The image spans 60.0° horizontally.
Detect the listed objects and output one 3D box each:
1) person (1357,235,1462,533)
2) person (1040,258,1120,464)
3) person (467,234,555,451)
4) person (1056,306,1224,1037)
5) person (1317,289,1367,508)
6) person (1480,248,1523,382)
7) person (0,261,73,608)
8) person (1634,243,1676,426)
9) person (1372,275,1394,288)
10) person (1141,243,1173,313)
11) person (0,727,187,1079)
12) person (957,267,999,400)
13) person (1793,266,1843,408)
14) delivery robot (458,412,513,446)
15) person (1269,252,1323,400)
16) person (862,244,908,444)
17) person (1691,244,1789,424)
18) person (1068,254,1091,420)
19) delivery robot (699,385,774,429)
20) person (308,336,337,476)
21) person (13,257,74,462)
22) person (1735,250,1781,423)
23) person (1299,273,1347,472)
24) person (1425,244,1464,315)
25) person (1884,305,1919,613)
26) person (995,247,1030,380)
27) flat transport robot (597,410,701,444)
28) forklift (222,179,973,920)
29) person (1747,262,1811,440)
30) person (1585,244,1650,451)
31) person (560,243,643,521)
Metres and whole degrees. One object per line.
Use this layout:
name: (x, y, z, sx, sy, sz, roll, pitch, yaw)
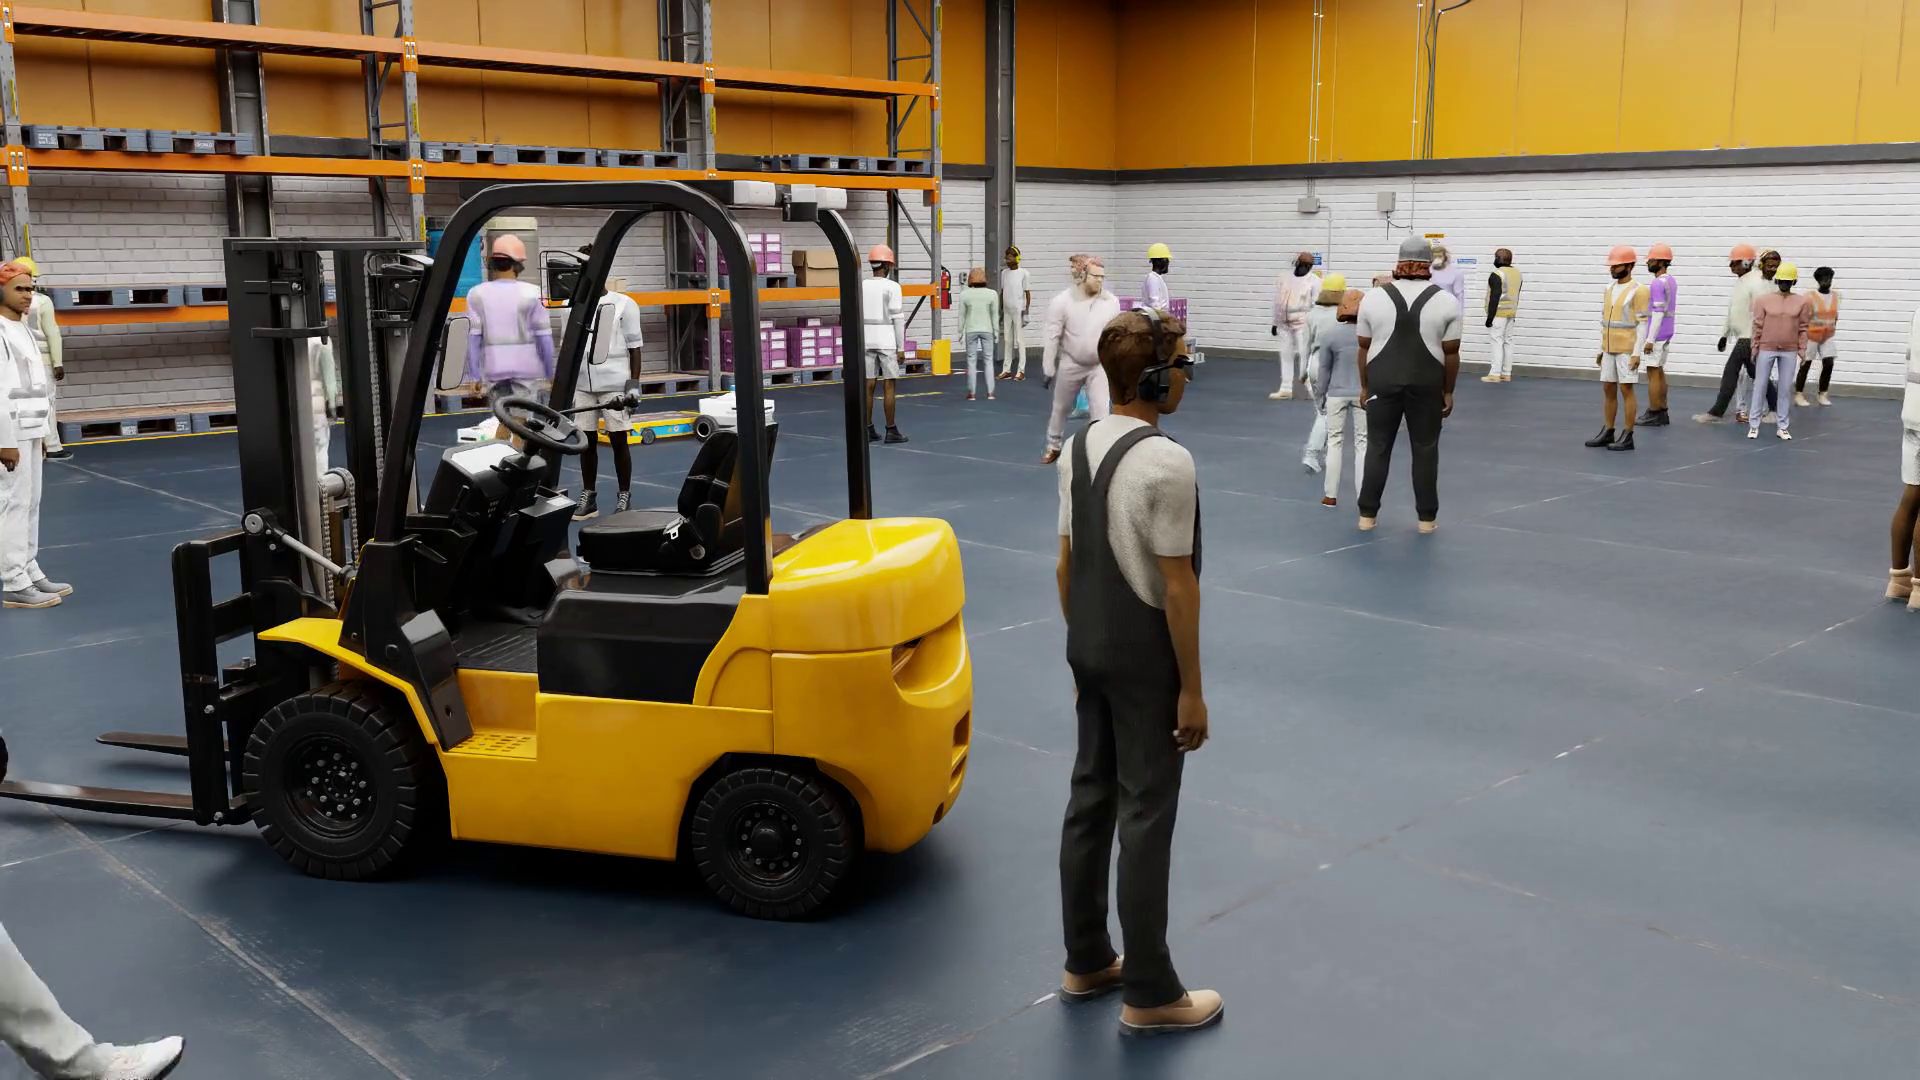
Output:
person: (3.068, -1.077, 11.416, 0.693, 2.000, 0.537, 3, 11, 17)
person: (1.030, -1.509, 14.374, 0.689, 1.835, 1.068, -2, 11, -12)
person: (-3.366, -1.280, 12.561, 0.620, 2.023, 0.454, 1, 10, 7)
person: (0.445, 0.335, 4.247, 0.344, 1.847, 0.506, -6, 12, -31)
person: (2.911, -1.046, 12.388, 0.502, 1.628, 0.286, 2, 11, 13)
person: (7.463, -3.096, 22.973, 0.636, 1.840, 0.429, -8, 13, -39)
person: (-5.148, -0.574, 9.100, 0.337, 1.881, 0.584, -3, 11, -15)
person: (7.387, -2.166, 17.674, 0.405, 1.936, 0.558, 7, 13, 35)
person: (4.236, -1.850, 16.763, 0.476, 1.619, 0.550, -4, 11, -21)
person: (2.255, -2.437, 19.137, 0.358, 1.930, 0.585, 1, 10, 3)
person: (-2.321, 0.427, 3.663, 1.031, 1.871, 0.603, -2, 11, -13)
person: (0.223, -2.537, 20.491, 0.519, 1.626, 0.294, 0, 10, -2)
person: (10.001, -2.361, 19.422, 0.548, 1.656, 0.619, -1, 10, -4)
delivery robot: (-3.885, -0.860, 14.030, 0.477, 0.478, 0.707, 6, 12, 30)
person: (4.146, -2.619, 20.470, 0.708, 1.815, 0.431, 10, 14, 44)
person: (-0.765, -1.905, 16.218, 0.544, 1.938, 0.356, 6, 12, 29)
person: (8.482, -2.193, 17.830, 1.002, 1.943, 0.655, 2, 11, 12)
person: (1.345, -2.235, 18.349, 0.586, 1.818, 0.567, 1, 10, 4)
delivery robot: (-2.185, -1.276, 16.300, 0.707, 0.478, 0.477, 4, 11, 22)
person: (-4.700, -0.939, 11.833, 0.535, 1.602, 0.805, -3, 11, -17)
person: (-8.307, -1.610, 14.895, 0.601, 1.828, 0.404, 1, 10, 6)
person: (8.677, -2.191, 17.979, 0.520, 1.865, 0.328, -2, 11, -8)
person: (3.171, -1.449, 14.374, 0.499, 1.702, 0.895, 8, 13, 38)
person: (6.334, -2.949, 22.005, 0.630, 1.913, 0.931, 3, 11, 18)
person: (5.294, -0.623, 8.949, 0.394, 2.040, 0.608, 2, 11, 9)
person: (0.745, -3.167, 23.308, 0.517, 1.862, 0.328, 8, 13, 37)
flat transport robot: (-3.023, -1.131, 16.543, 0.652, 0.197, 1.431, 10, 14, 43)
forklift: (-1.114, -0.058, 5.440, 2.313, 2.155, 1.214, 2, 11, 13)
person: (8.135, -1.872, 16.527, 0.524, 1.760, 0.328, 3, 11, 16)
person: (6.206, -1.809, 15.699, 0.377, 1.932, 0.552, -4, 11, -20)
person: (-2.545, -1.101, 11.750, 0.614, 1.964, 0.361, 3, 11, 14)
